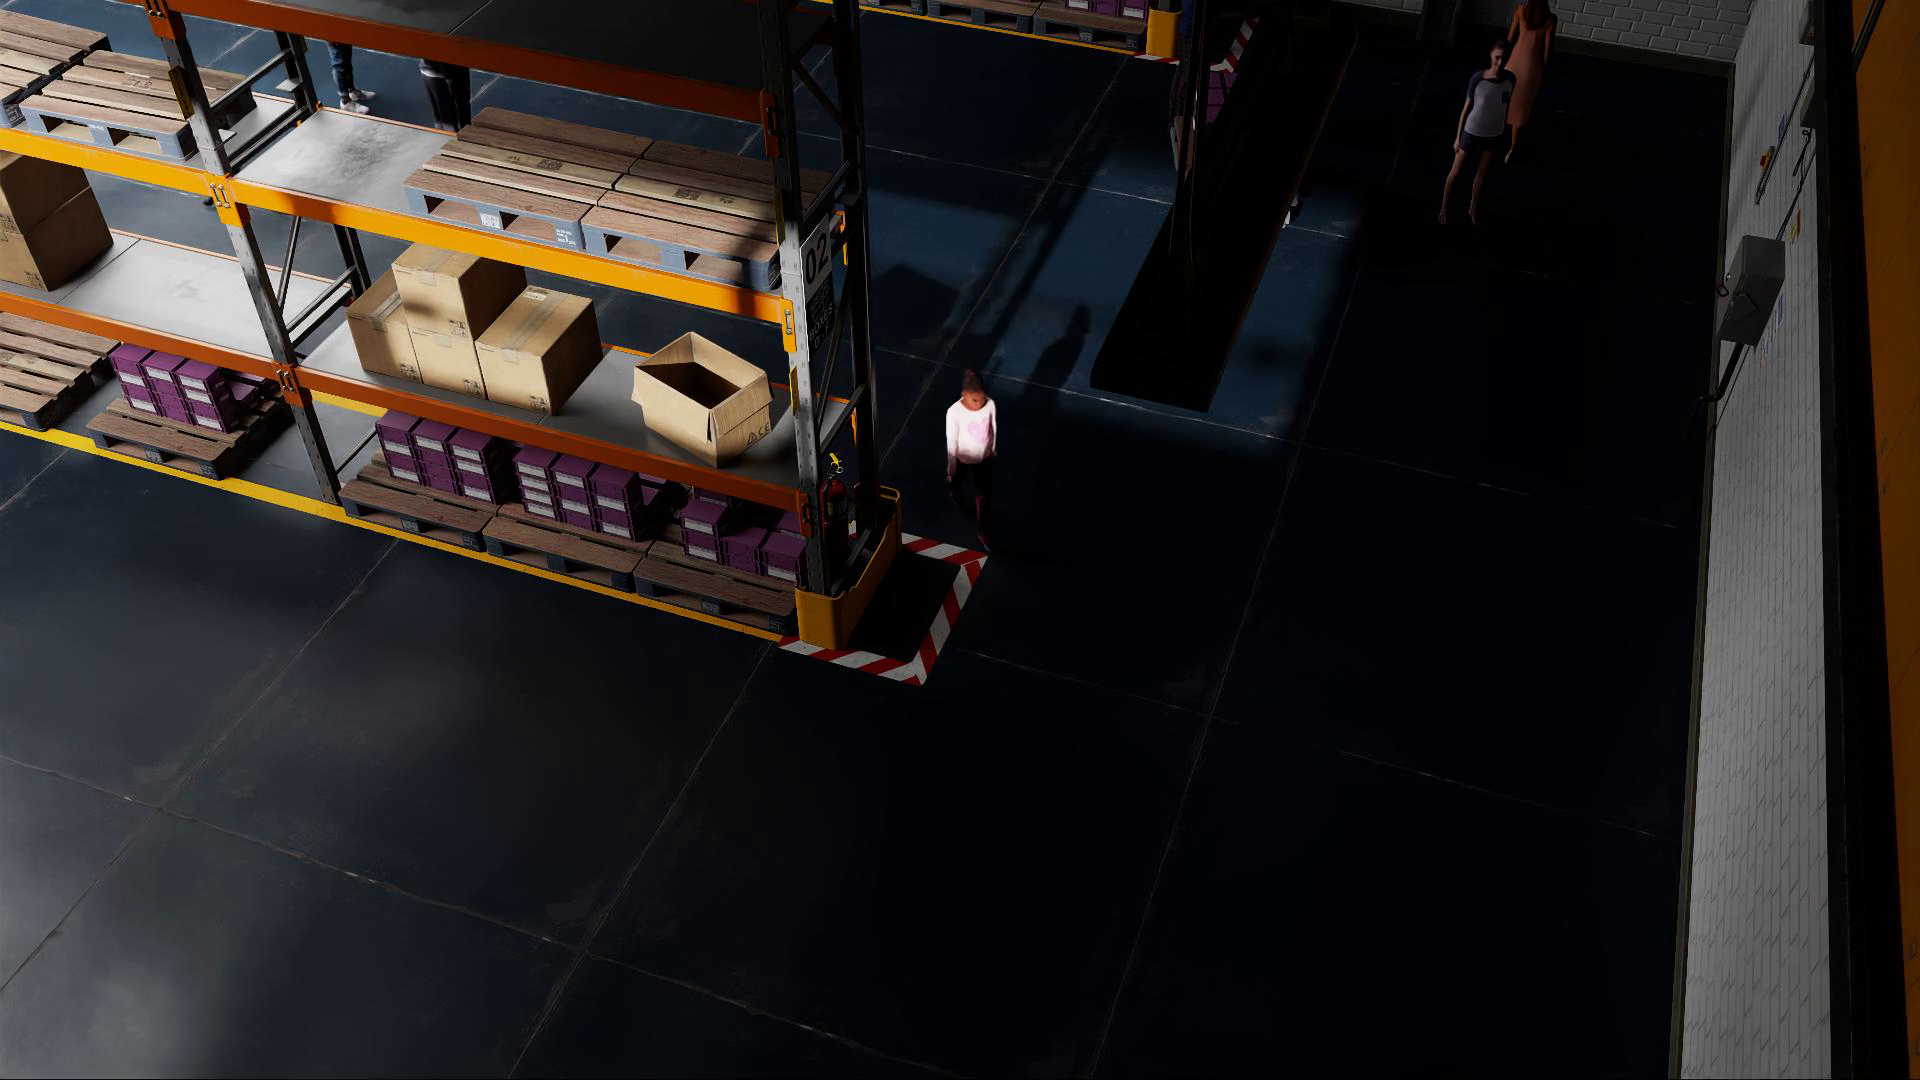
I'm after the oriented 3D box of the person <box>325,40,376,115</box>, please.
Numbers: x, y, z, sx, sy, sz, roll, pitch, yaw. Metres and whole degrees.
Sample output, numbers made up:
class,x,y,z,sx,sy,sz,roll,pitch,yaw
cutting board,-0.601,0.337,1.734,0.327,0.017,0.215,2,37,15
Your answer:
class,x,y,z,sx,sy,sz,roll,pitch,yaw
person,-6.113,-5.059,16.182,0.744,1.813,0.778,-2,44,-2

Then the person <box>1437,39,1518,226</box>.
class,x,y,z,sx,sy,sz,roll,pitch,yaw
person,4.610,-3.598,14.682,0.574,1.766,0.705,2,44,2

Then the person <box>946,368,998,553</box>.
class,x,y,z,sx,sy,sz,roll,pitch,yaw
person,0.040,-0.674,11.855,1.009,1.430,1.003,-13,45,-13

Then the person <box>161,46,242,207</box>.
class,x,y,z,sx,sy,sz,roll,pitch,yaw
person,-6.664,-3.668,14.855,1.040,1.629,0.758,4,44,4

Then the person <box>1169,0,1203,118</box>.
class,x,y,z,sx,sy,sz,roll,pitch,yaw
person,2.228,-4.834,15.902,0.706,1.872,0.736,-4,44,-4

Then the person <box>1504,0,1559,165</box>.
class,x,y,z,sx,sy,sz,roll,pitch,yaw
person,5.224,-4.363,15.436,0.539,1.832,0.694,27,50,26
